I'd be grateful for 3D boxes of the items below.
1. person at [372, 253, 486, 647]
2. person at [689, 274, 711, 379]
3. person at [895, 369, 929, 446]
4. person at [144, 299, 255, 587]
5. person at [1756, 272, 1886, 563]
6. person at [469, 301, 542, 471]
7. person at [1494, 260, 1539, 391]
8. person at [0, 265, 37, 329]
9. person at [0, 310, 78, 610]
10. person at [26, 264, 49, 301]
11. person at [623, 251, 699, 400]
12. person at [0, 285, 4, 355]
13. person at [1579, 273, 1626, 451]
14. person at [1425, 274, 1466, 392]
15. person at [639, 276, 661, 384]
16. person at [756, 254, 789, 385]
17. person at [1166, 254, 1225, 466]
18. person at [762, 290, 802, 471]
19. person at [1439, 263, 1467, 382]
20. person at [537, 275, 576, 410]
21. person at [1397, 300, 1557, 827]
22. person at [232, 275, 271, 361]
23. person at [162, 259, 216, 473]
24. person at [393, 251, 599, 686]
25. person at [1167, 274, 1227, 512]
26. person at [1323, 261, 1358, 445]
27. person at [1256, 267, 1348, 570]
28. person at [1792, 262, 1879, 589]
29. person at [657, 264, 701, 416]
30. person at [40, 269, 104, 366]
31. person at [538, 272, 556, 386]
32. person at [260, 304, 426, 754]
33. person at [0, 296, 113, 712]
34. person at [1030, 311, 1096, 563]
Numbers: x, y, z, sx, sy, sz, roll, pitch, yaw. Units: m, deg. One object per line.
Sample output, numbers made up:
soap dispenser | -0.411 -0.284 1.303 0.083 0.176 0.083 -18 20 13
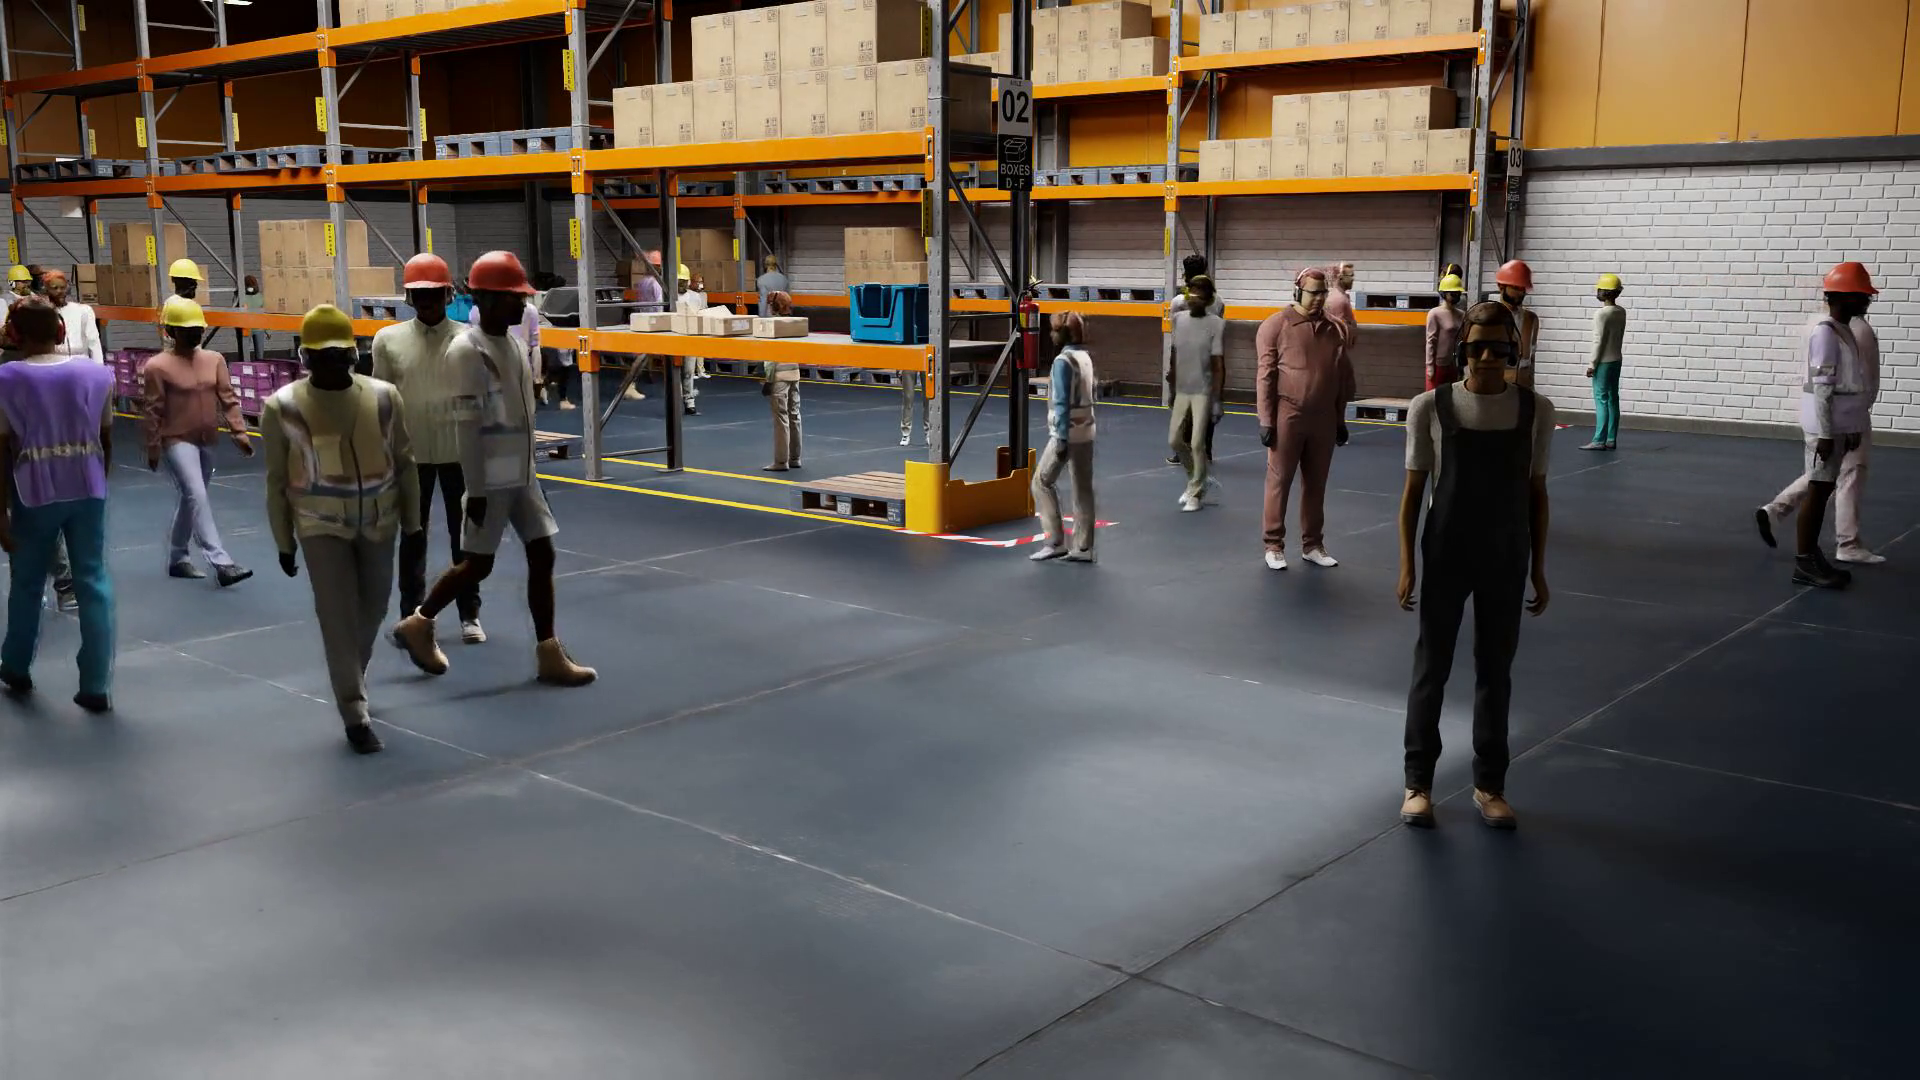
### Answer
person | -2.664 -0.450 8.473 0.613 1.995 0.390 -2 10 -13
person | -4.080 -3.316 25.851 0.282 1.624 0.493 6 11 29
person | -0.424 -1.779 17.070 0.500 1.633 0.285 -1 10 -5
person | -4.542 -0.573 9.961 0.913 1.720 0.535 5 11 25
person | 5.614 -0.796 10.743 0.659 1.891 0.671 0 10 -1
person | -3.838 -1.395 14.070 0.587 1.920 0.395 -5 11 -27
person | 3.961 -1.056 12.087 0.542 1.938 0.358 -3 10 -18
person | -10.543 -2.178 18.773 0.403 1.833 0.590 2 10 12
person | -5.154 -0.467 9.310 0.484 1.736 0.305 1 10 6
person | -11.068 -2.385 19.972 0.430 1.835 0.621 2 10 10
person | -4.064 -2.858 22.220 1.070 1.990 0.631 -4 11 -23
person | -11.280 -2.340 19.243 0.402 1.990 0.622 4 11 22
person | 6.462 -1.777 16.671 0.525 1.772 0.305 -9 13 -41
person | 4.743 -1.699 16.233 0.526 1.769 0.328 -7 12 -34
person | -4.511 -3.294 24.880 0.543 1.925 0.395 -5 11 -28
person | -2.783 -3.262 24.647 0.353 1.936 0.635 7 12 34
person | 2.174 -1.666 15.478 0.604 1.966 0.367 -7 12 -34
person | -1.617 -1.444 15.144 0.308 1.640 0.511 5 11 25
person | 5.056 -1.916 17.179 0.317 1.870 0.523 6 12 31
person | -5.021 -2.444 20.693 0.554 1.681 0.410 7 12 34
person | 1.796 0.092 5.814 0.517 1.843 0.326 1 10 6
person | -10.258 -3.016 24.108 0.499 1.633 0.288 -8 13 -39
person | -6.960 -1.556 14.974 0.383 1.924 0.589 -5 11 -25
person | -2.183 -0.320 7.673 0.946 2.015 0.613 3 10 16
person | 1.828 -1.119 12.755 0.575 1.828 0.615 8 13 40
person | 3.895 -1.910 17.101 0.435 1.892 0.651 2 10 13
person | 2.183 -0.765 10.527 0.641 1.905 0.410 -3 11 -19
person | 5.237 -0.685 9.973 0.354 1.939 0.544 7 12 35
person | -3.341 -2.389 19.983 0.591 1.829 0.404 -8 12 -37
person | -7.852 -1.443 14.563 0.568 1.857 0.895 -10 14 -44
person | -6.050 -3.081 24.324 0.374 1.677 0.546 4 11 24
person | -2.569 -0.081 6.922 0.584 1.804 0.868 -8 13 -38
person | -4.064 -0.170 7.413 0.563 1.804 0.911 -10 14 -44
person | 0.640 -0.655 10.675 0.523 1.618 0.546 4 11 23
